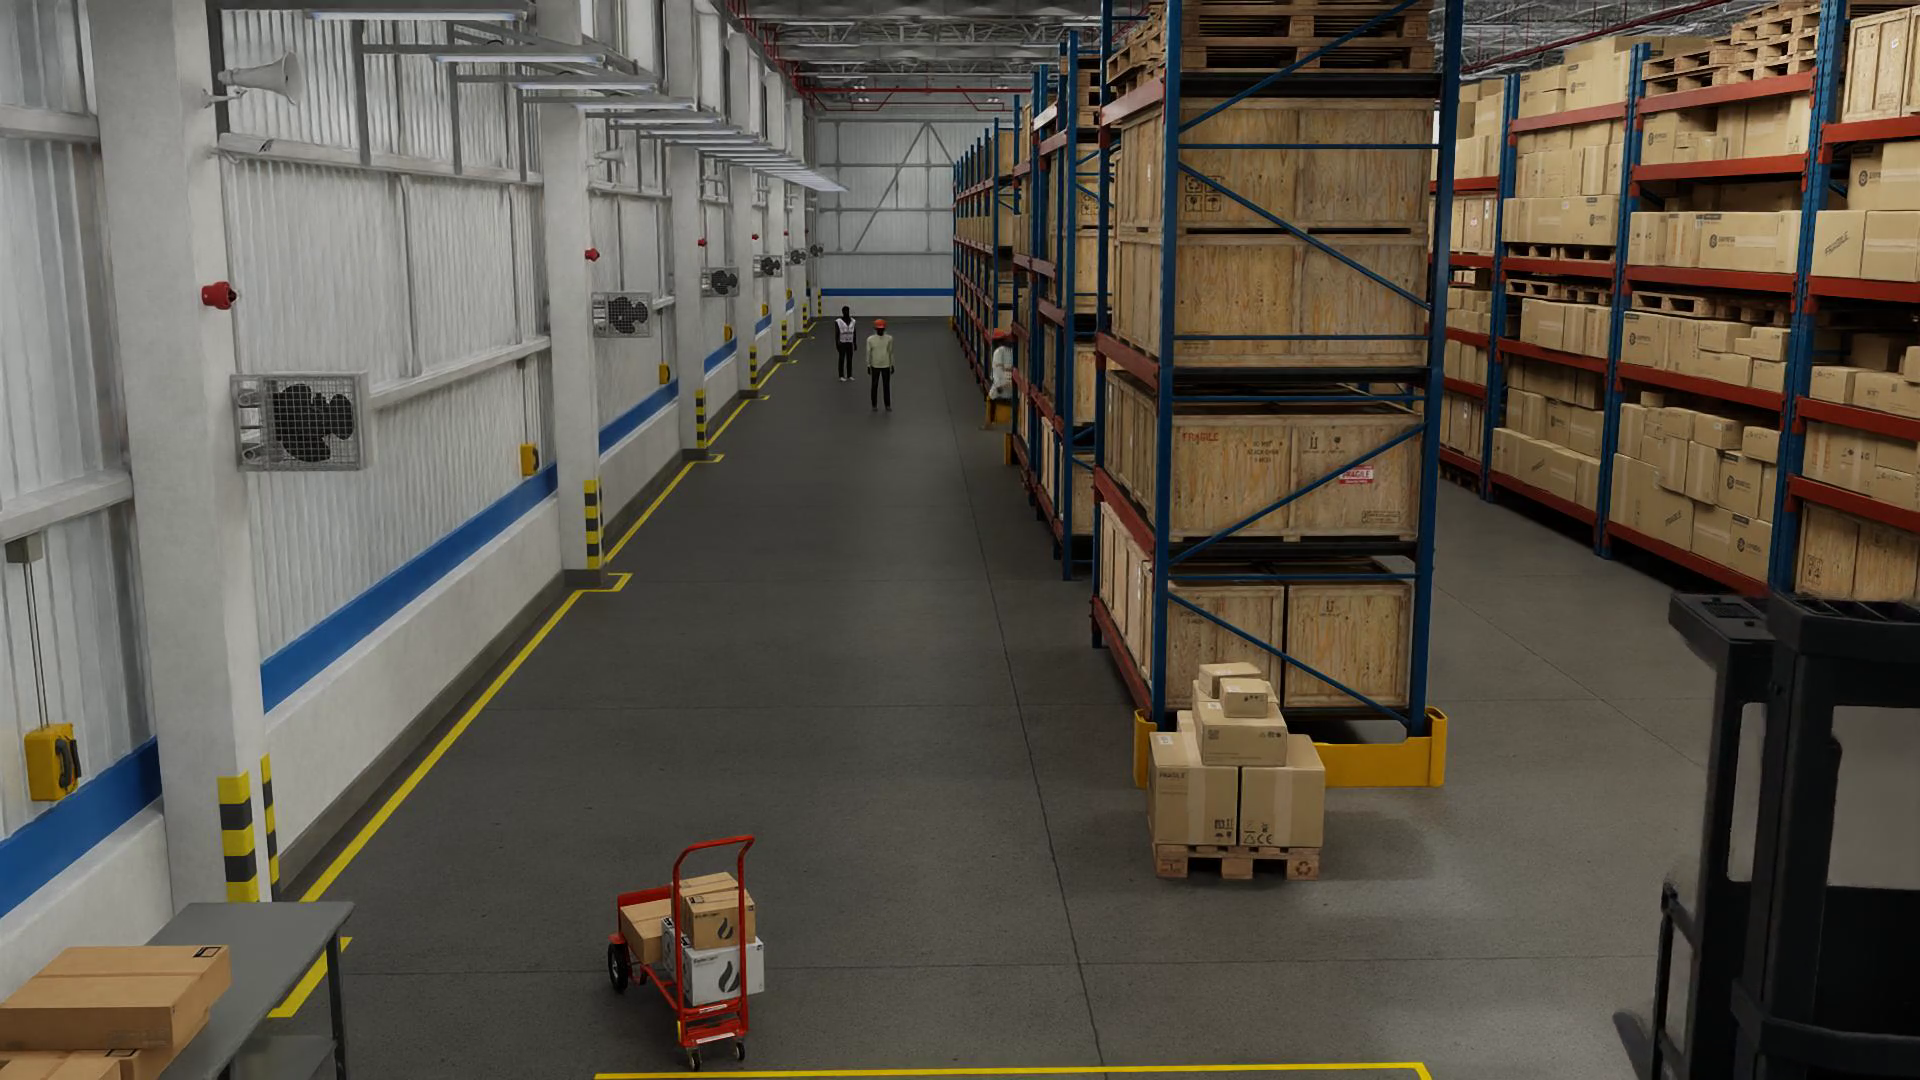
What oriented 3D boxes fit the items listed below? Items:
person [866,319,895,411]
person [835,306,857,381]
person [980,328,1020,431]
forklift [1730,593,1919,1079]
[{"bbox_3d":[-1.705,-3.750,35.696,0.614,1.988,0.405,-3,11,-15],"label":"person"},{"bbox_3d":[-2.918,-5.013,42.468,0.586,1.913,0.398,-7,13,-33],"label":"person"},{"bbox_3d":[0.875,-3.091,32.228,0.935,2.013,0.618,5,12,25],"label":"person"},{"bbox_3d":[3.162,1.577,5.644,1.129,2.768,1.873,1,11,8],"label":"forklift"}]
